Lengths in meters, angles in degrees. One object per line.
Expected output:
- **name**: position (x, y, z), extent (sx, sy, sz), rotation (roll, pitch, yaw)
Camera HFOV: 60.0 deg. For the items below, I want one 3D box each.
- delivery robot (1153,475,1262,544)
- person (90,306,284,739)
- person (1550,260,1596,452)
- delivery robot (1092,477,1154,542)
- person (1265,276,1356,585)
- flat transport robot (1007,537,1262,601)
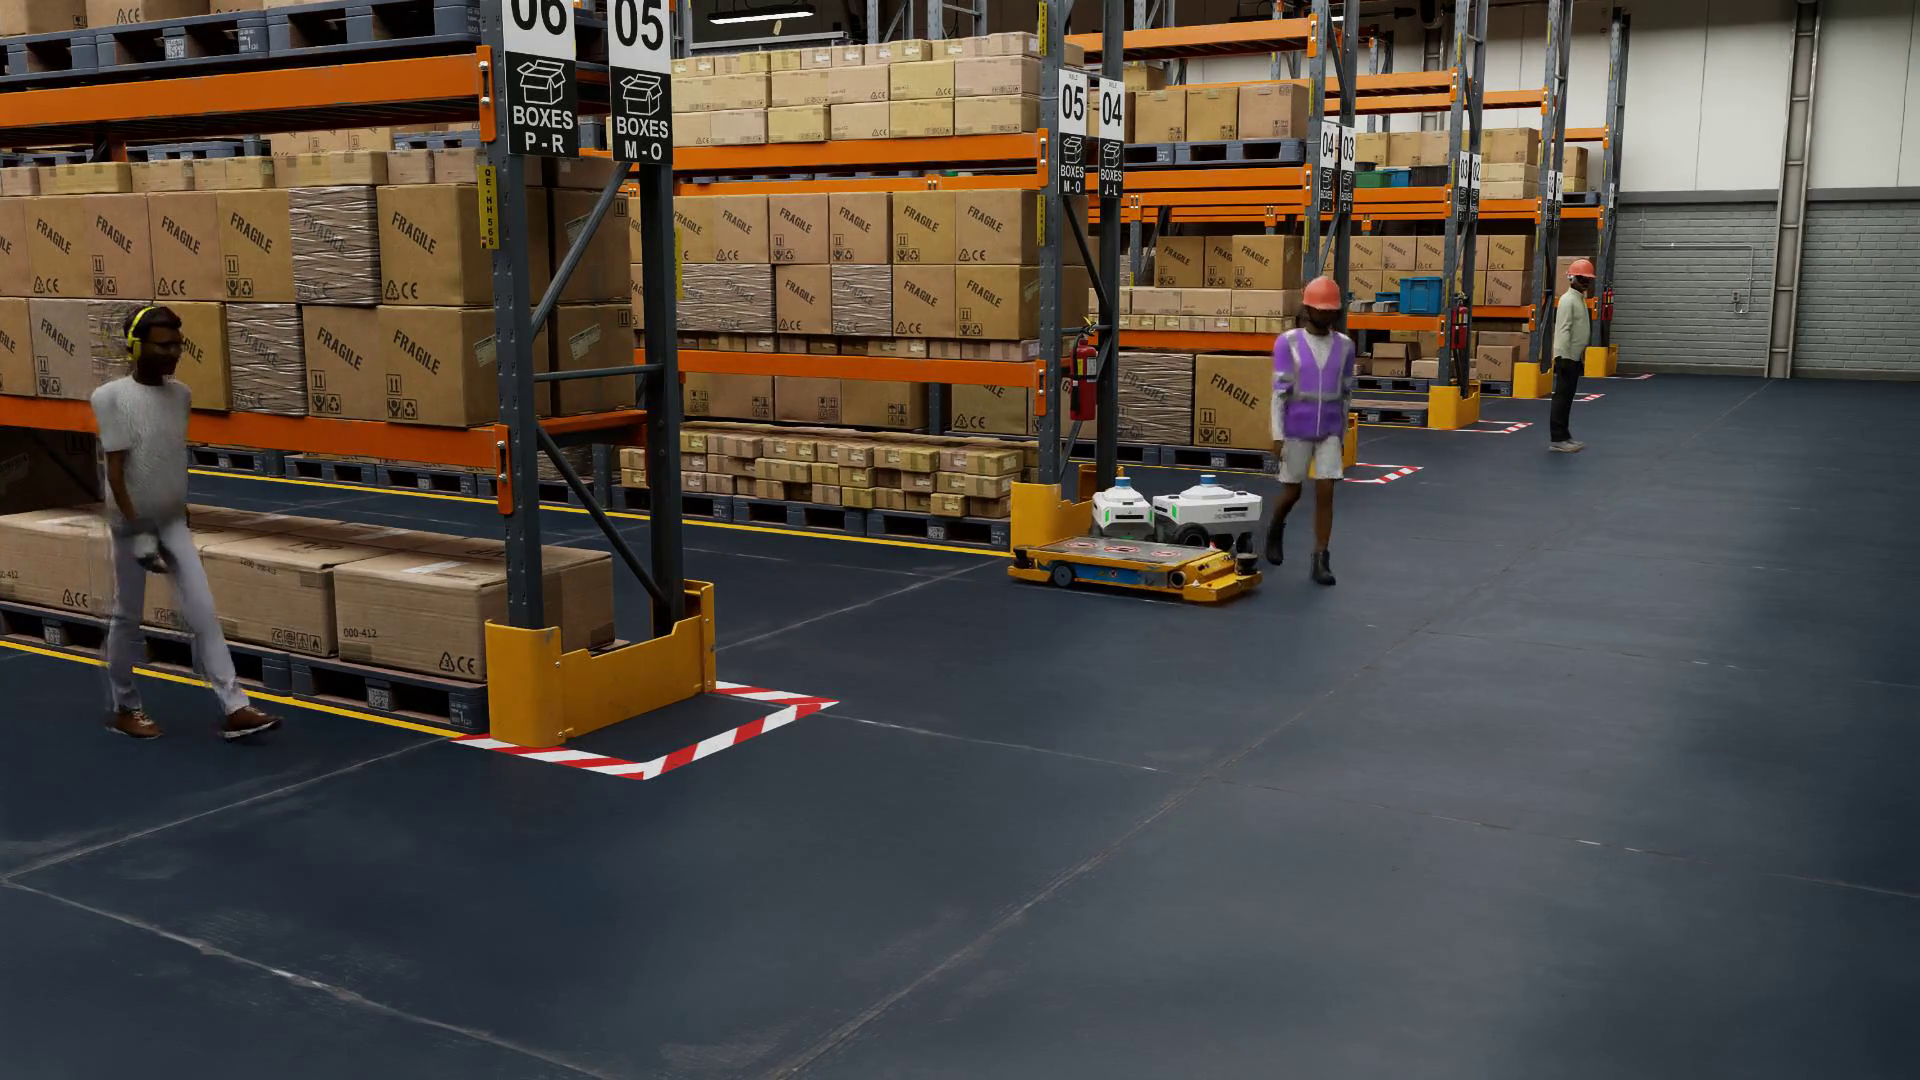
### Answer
- **delivery robot**: position (1.669, -0.196, 11.202), extent (0.707, 0.478, 0.477), rotation (-3, 10, -20)
- **person**: position (-3.242, -0.037, 6.844), extent (0.949, 1.817, 0.494), rotation (5, 11, 27)
- **person**: position (6.403, -1.923, 17.386), extent (0.392, 1.991, 0.613), rotation (6, 12, 33)
- **delivery robot**: position (1.084, -0.178, 11.098), extent (0.477, 0.478, 0.707), rotation (0, 10, -2)
- **person**: position (2.202, -0.703, 10.494), extent (0.558, 1.915, 0.738), rotation (-1, 10, -5)
- **flat transport robot**: position (1.068, 0.157, 10.241), extent (1.431, 0.197, 0.652), rotation (6, 12, 33)
